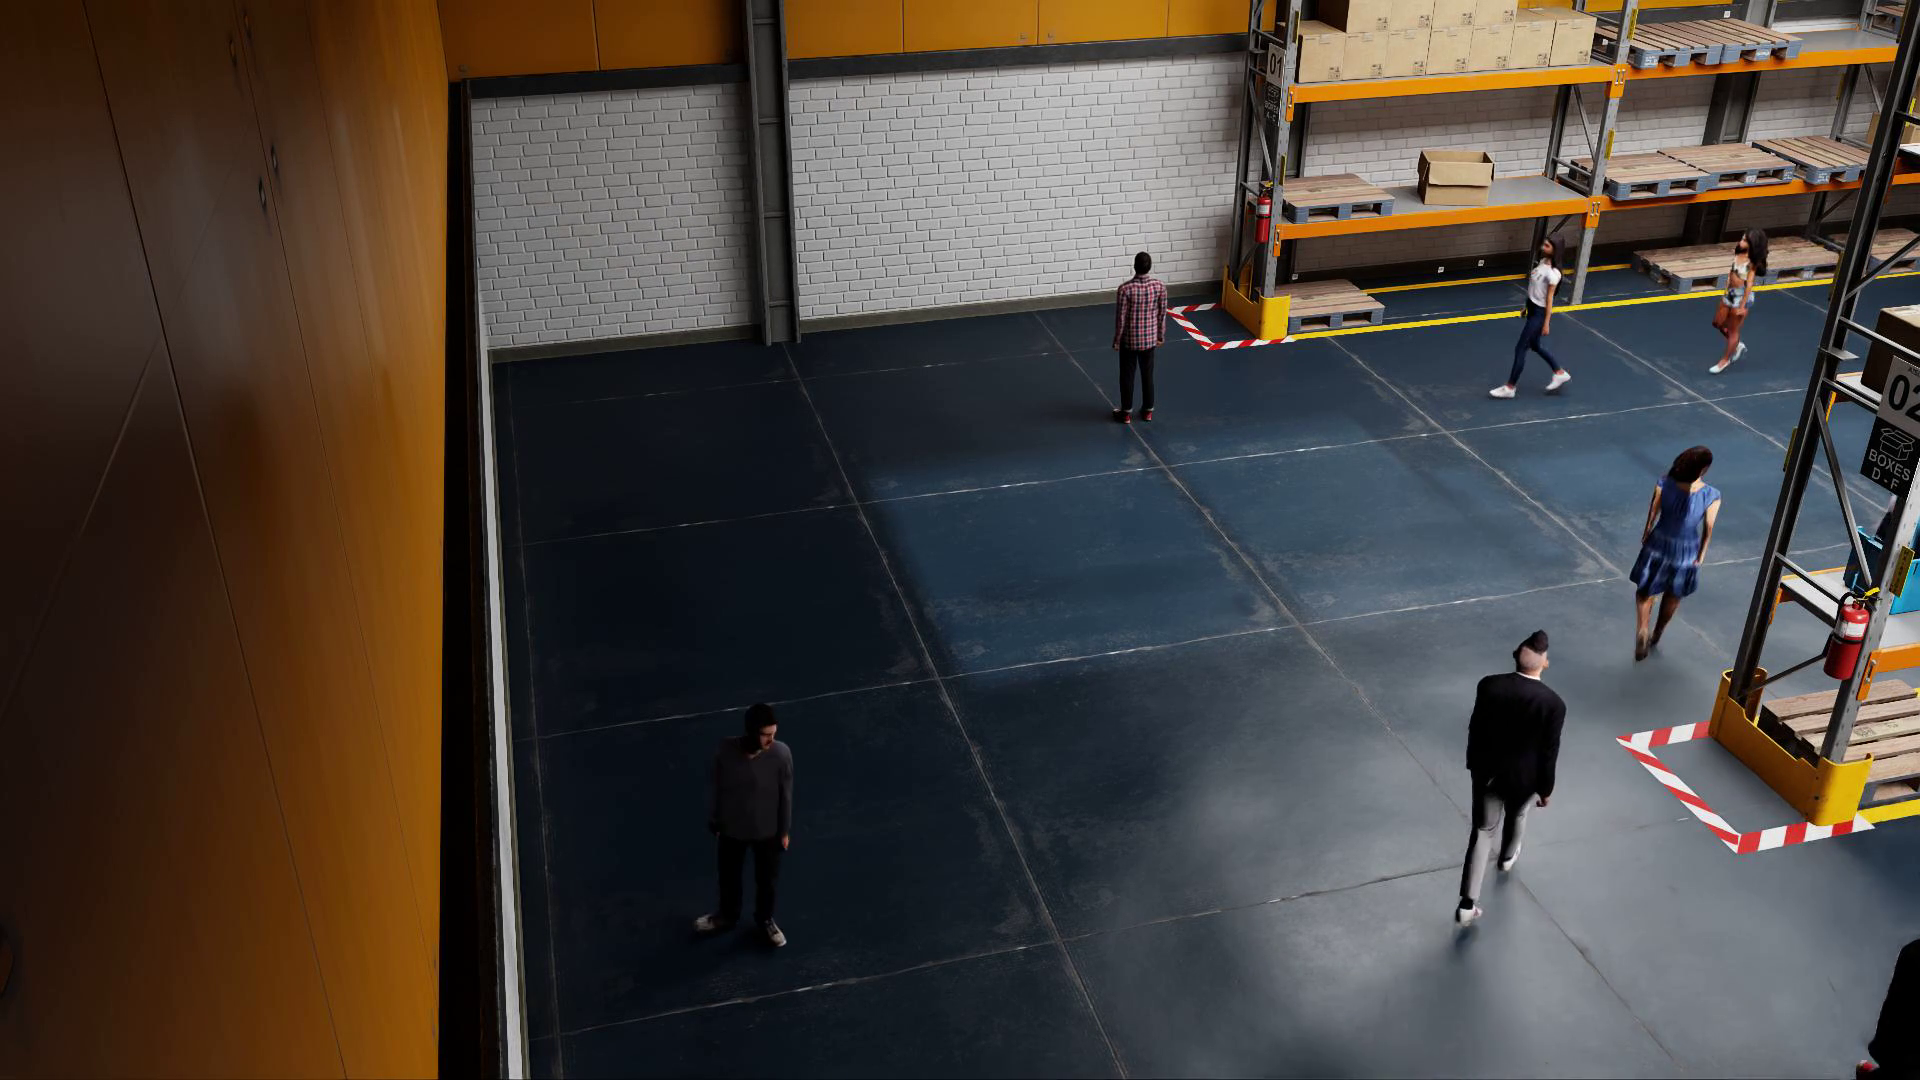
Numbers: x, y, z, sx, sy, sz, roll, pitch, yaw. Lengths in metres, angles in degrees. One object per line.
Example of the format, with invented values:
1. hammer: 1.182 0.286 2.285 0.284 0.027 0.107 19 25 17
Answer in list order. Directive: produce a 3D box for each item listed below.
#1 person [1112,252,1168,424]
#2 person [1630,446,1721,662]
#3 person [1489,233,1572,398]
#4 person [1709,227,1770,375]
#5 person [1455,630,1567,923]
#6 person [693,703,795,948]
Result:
1. person: 1.763 -2.012 16.463 0.509 1.761 0.752 -8 30 -14
2. person: 5.319 0.151 12.471 1.024 1.787 1.053 13 31 23
3. person: 5.963 -2.275 16.957 1.138 1.749 0.868 3 29 5
4. person: 8.268 -2.518 17.542 0.667 1.616 0.603 -4 29 -7
5. person: 3.244 1.442 9.979 1.272 1.906 1.326 16 32 26
6. person: -1.266 1.656 9.761 0.624 1.740 0.930 5 29 10
